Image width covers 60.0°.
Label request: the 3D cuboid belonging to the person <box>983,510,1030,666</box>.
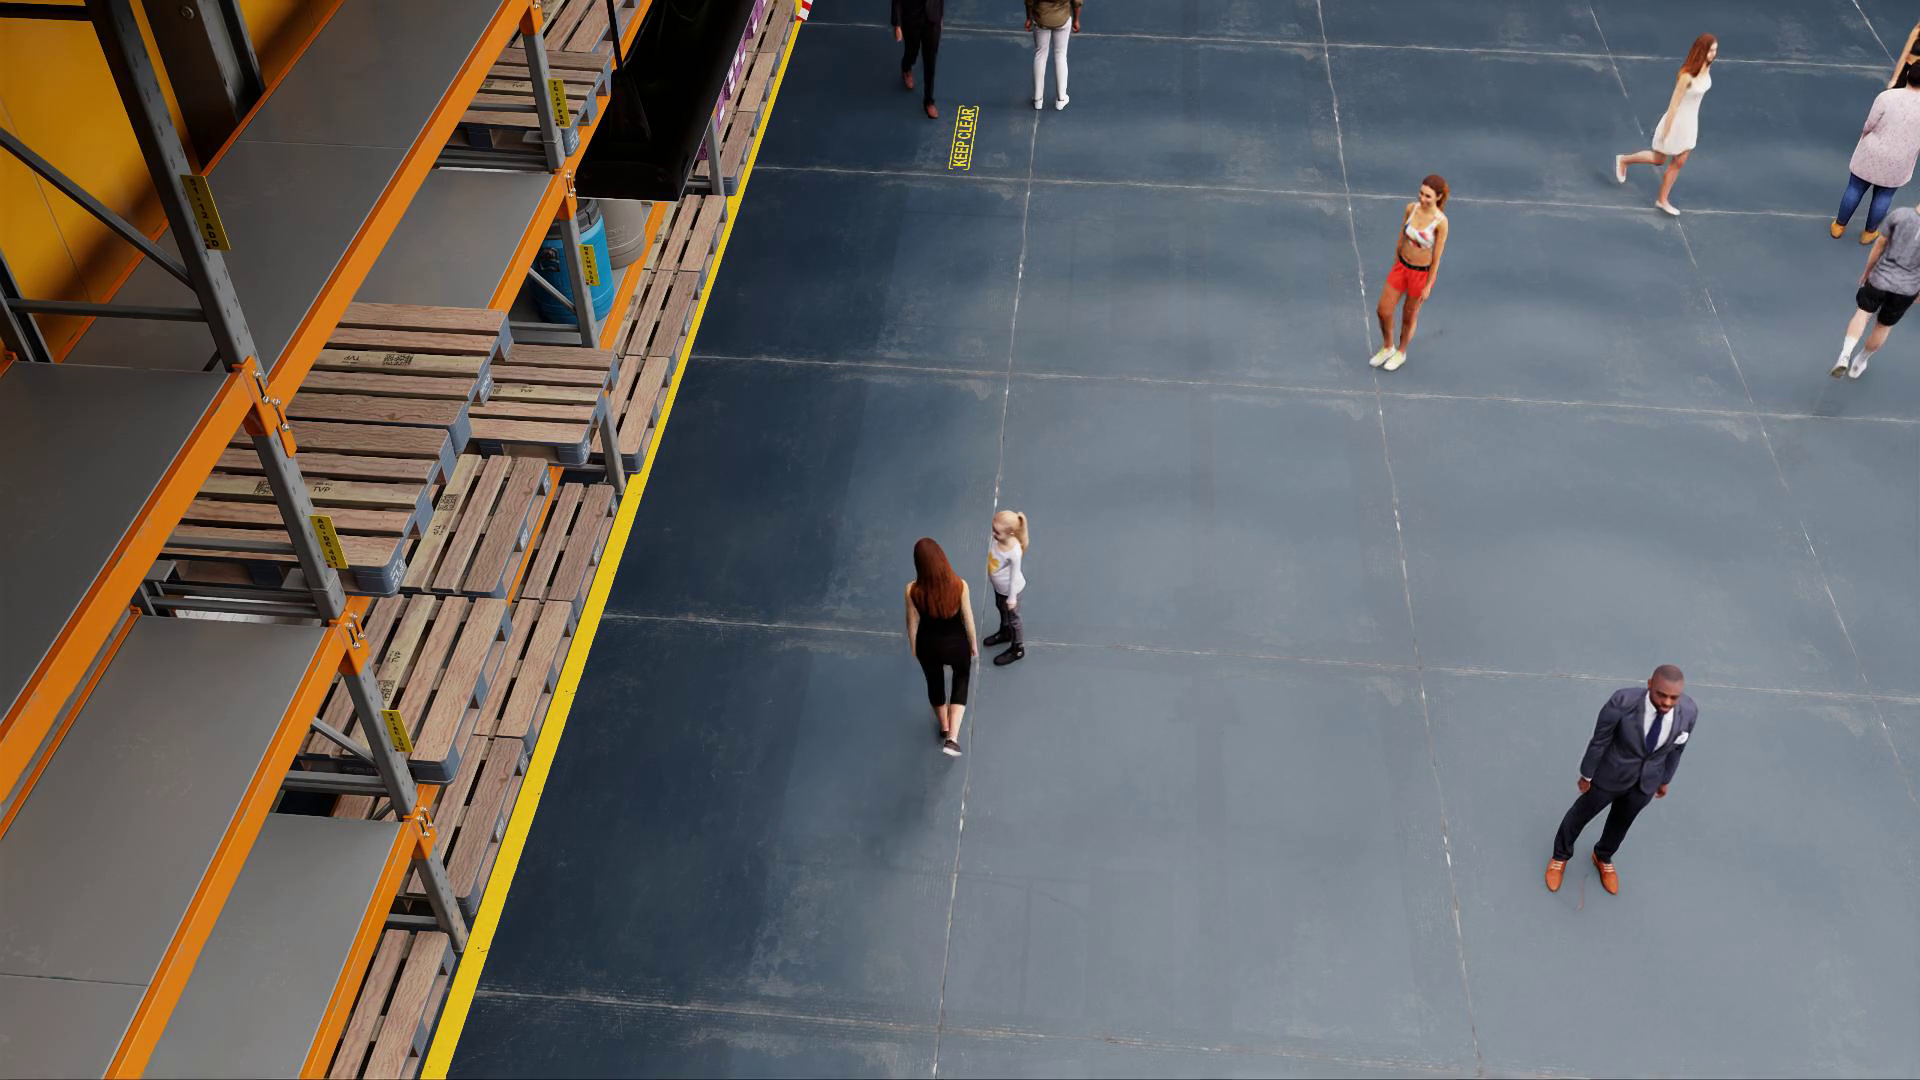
[{"bbox_3d":[0.329,0.291,11.014,0.619,1.277,0.539,-19,47,-18],"label":"person"}]

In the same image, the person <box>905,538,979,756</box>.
[{"bbox_3d":[-0.126,0.728,10.243,0.612,1.709,0.779,5,44,5],"label":"person"}]

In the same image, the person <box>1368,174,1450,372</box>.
[{"bbox_3d":[3.648,-2.130,13.191,0.788,1.779,0.731,-32,52,-29],"label":"person"}]

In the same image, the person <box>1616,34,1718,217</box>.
[{"bbox_3d":[6.408,-3.792,14.999,0.926,1.692,1.036,-25,49,-24],"label":"person"}]

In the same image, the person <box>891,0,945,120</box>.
[{"bbox_3d":[-0.413,-5.147,16.305,1.018,1.852,1.268,-13,45,-13],"label":"person"}]

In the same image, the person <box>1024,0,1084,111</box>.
[{"bbox_3d":[0.898,-5.082,16.257,0.726,1.825,0.558,5,44,5],"label":"person"}]

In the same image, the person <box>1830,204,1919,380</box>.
[{"bbox_3d":[7.272,-1.980,12.981,0.887,1.854,0.973,28,50,27],"label":"person"}]

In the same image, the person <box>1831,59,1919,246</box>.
[{"bbox_3d":[8.116,-3.410,14.561,0.783,1.743,0.779,22,48,21],"label":"person"}]

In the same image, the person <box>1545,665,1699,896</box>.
[{"bbox_3d":[3.801,1.338,9.519,0.674,1.824,0.588,4,44,4],"label":"person"}]
